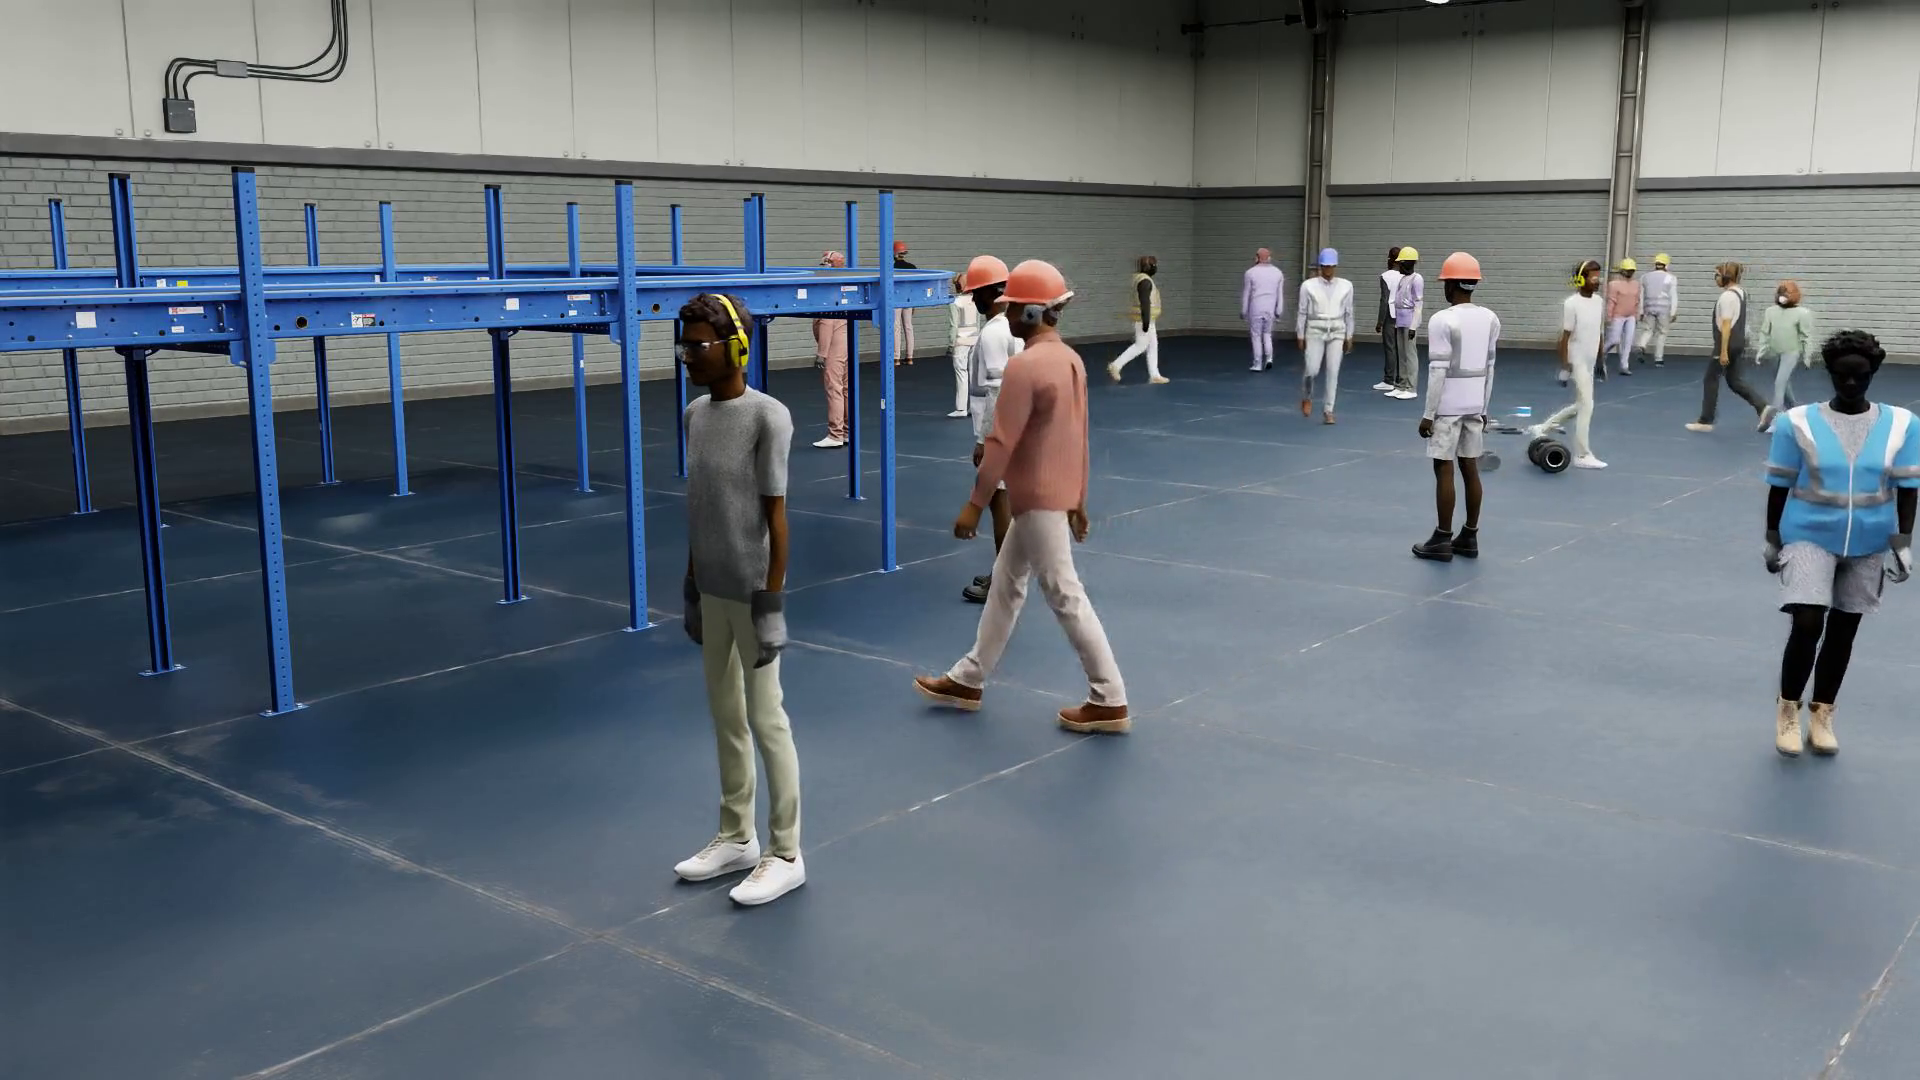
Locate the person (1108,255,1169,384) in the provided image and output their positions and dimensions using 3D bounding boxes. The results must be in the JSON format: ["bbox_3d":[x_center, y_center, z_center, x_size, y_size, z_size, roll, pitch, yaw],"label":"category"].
[{"bbox_3d":[2.535,-3.118,23.521,0.817,1.817,0.632,1,10,5],"label":"person"}]

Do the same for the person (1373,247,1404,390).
[{"bbox_3d":[5.908,-3.009,22.611,0.591,1.920,0.392,-7,12,-33],"label":"person"}]

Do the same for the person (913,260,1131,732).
[{"bbox_3d":[0.257,-0.184,6.925,0.896,1.958,0.619,4,11,19],"label":"person"}]

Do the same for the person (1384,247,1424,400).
[{"bbox_3d":[5.707,-2.771,21.266,0.364,1.928,0.586,-1,10,-8],"label":"person"}]

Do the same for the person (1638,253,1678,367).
[{"bbox_3d":[11.161,-3.680,26.632,0.505,1.817,0.599,-10,14,-43],"label":"person"}]

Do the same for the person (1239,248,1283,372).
[{"bbox_3d":[4.636,-3.548,25.693,0.646,1.892,0.429,-3,11,-16],"label":"person"}]

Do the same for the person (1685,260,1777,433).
[{"bbox_3d":[8.097,-2.006,17.359,0.515,1.817,0.840,-10,14,-43],"label":"person"}]

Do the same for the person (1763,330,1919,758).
[{"bbox_3d":[3.406,0.032,6.439,0.531,1.675,0.512,3,11,14],"label":"person"}]

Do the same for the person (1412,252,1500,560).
[{"bbox_3d":[3.144,-0.850,10.591,0.552,1.937,0.356,-6,12,-29],"label":"person"}]

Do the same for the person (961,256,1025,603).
[{"bbox_3d":[0.185,-0.622,9.360,0.374,1.928,0.543,3,11,15],"label":"person"}]

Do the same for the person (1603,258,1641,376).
[{"bbox_3d":[10.007,-3.384,25.170,0.527,1.752,0.555,-2,10,-12],"label":"person"}]

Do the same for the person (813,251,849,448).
[{"bbox_3d":[-1.239,-1.863,16.290,0.406,1.911,0.639,5,11,24],"label":"person"}]

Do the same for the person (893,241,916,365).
[{"bbox_3d":[-0.975,-3.847,27.036,0.613,1.997,0.374,-8,13,-37],"label":"person"}]

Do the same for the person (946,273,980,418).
[{"bbox_3d":[0.047,-2.218,18.997,0.311,1.642,0.512,9,13,40],"label":"person"}]

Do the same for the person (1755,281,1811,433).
[{"bbox_3d":[8.787,-1.957,17.676,0.814,1.590,0.484,-5,12,-28],"label":"person"}]

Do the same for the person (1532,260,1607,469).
[{"bbox_3d":[5.560,-1.600,15.017,0.527,1.846,0.759,-8,13,-39],"label":"person"}]

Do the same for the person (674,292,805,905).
[{"bbox_3d":[-0.693,0.177,5.130,0.515,1.865,0.312,10,14,44],"label":"person"}]

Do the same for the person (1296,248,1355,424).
[{"bbox_3d":[4.047,-2.259,18.417,0.620,1.933,0.467,0,10,1],"label":"person"}]

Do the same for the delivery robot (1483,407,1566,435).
[{"bbox_3d":[5.005,-1.064,14.751,0.698,0.223,0.335,1,10,7],"label":"delivery robot"}]
